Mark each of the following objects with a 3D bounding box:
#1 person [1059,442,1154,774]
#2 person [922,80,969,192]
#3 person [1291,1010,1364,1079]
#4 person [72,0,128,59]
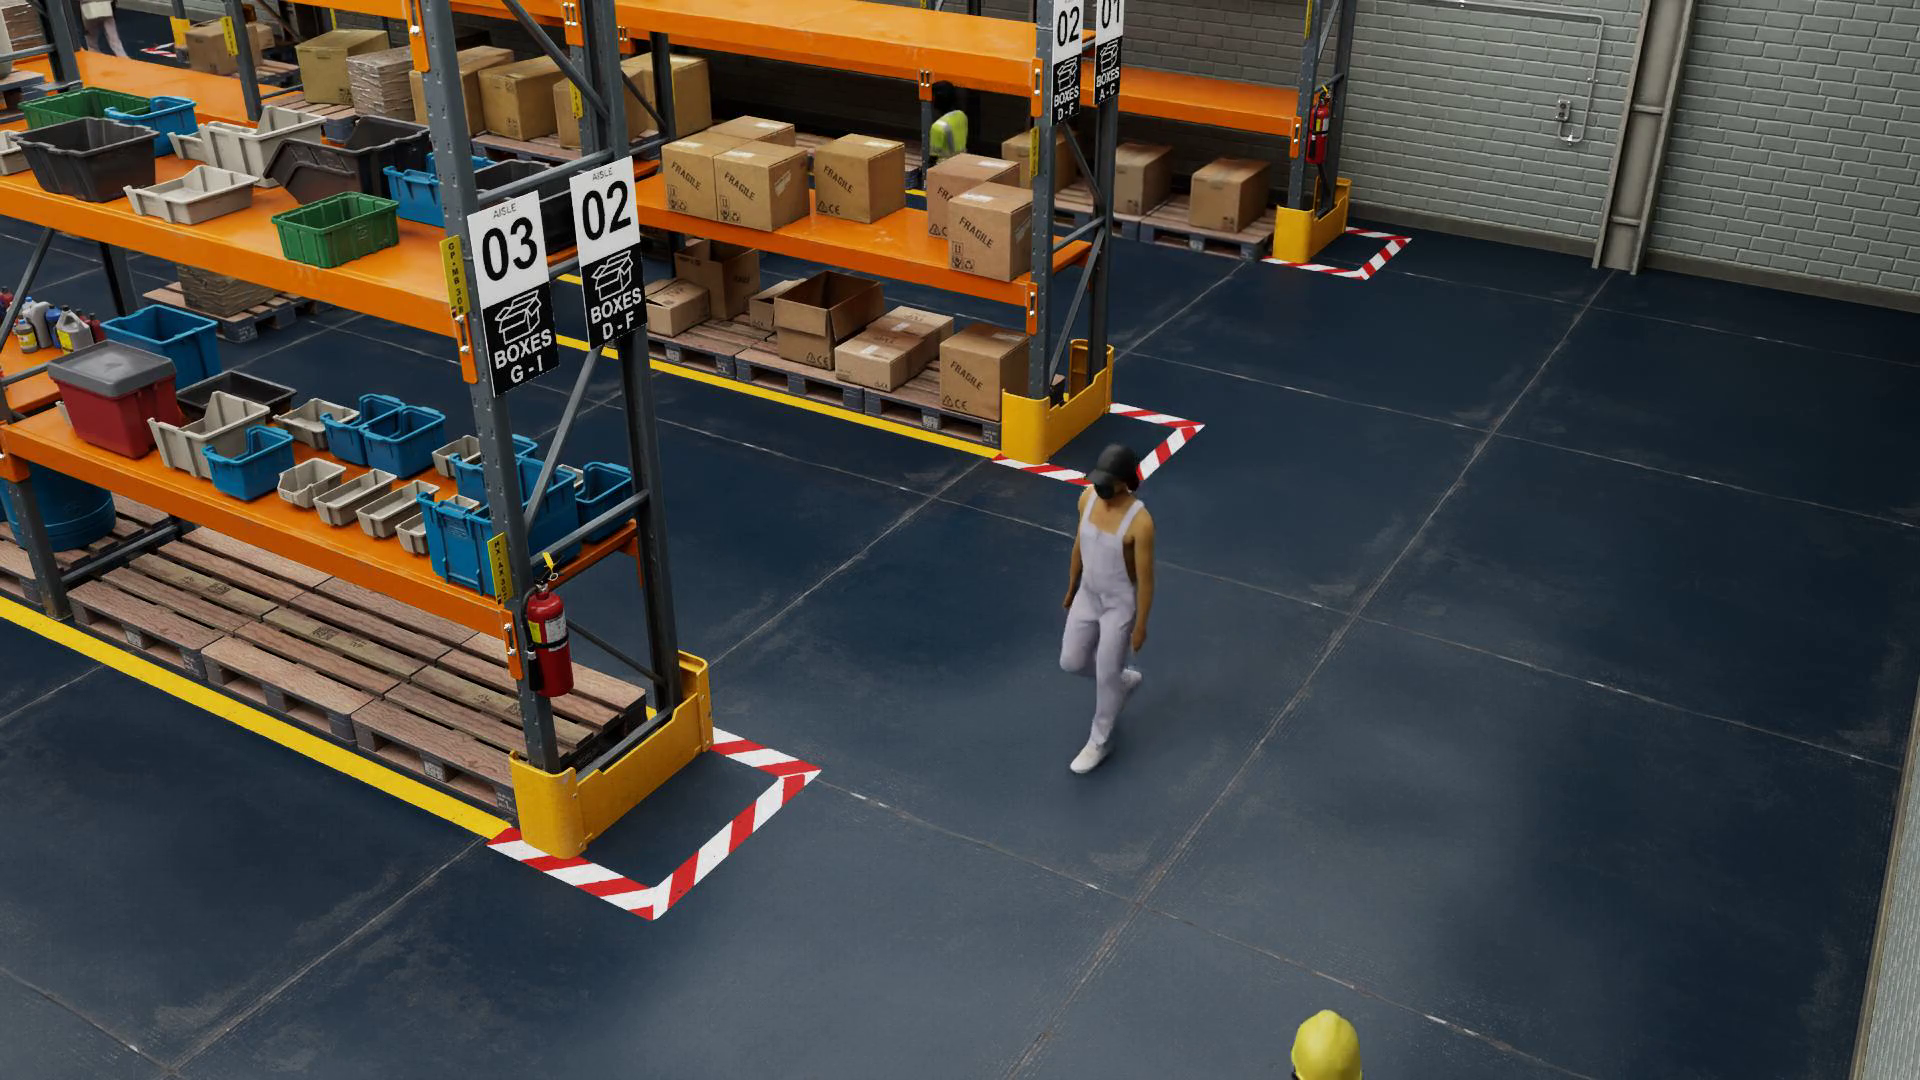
[{"bbox_3d":[0.767,0.310,8.450,0.546,1.847,0.547,-24,37,-36],"label":"person"},{"bbox_3d":[-0.165,-3.354,15.200,0.642,1.669,0.546,14,32,23],"label":"person"},{"bbox_3d":[1.077,2.217,5.136,0.515,1.739,0.642,6,30,11],"label":"person"},{"bbox_3d":[-10.797,-6.566,20.836,0.570,1.812,0.892,-26,38,-38],"label":"person"}]
